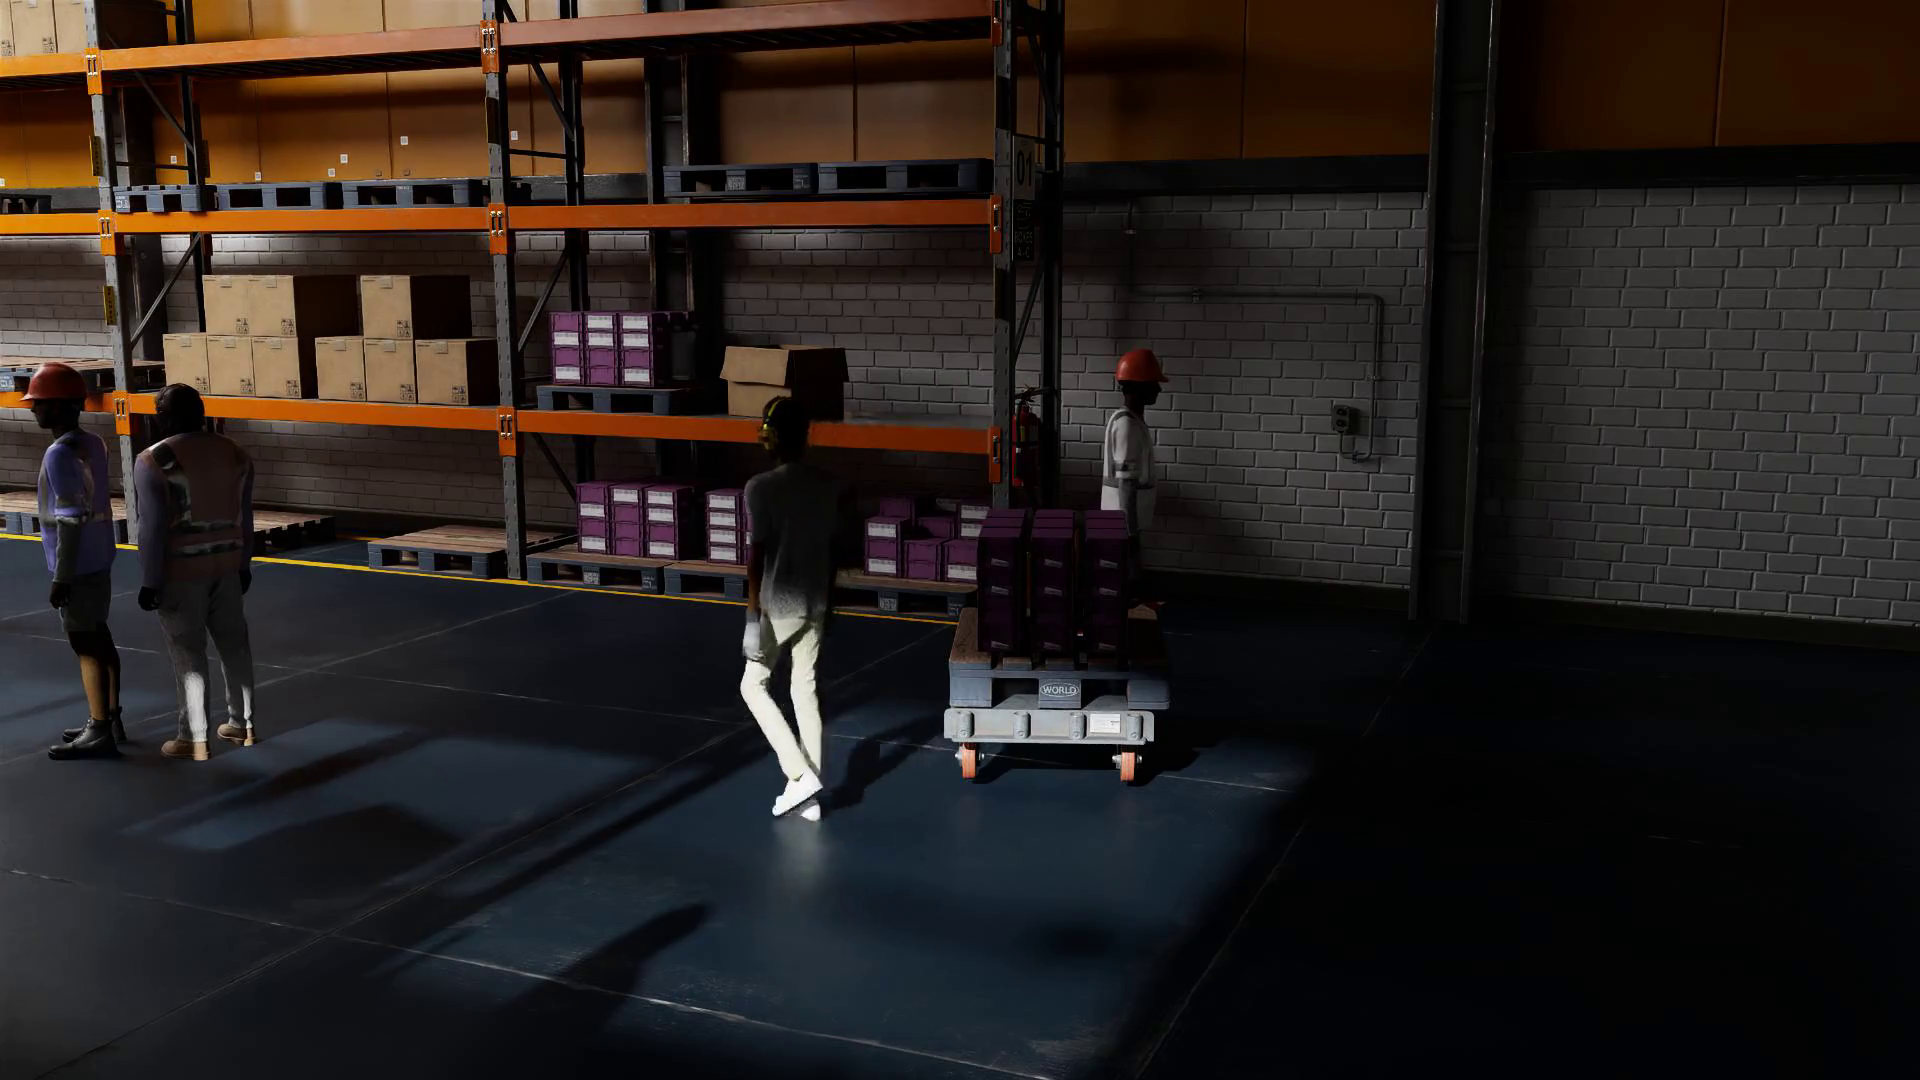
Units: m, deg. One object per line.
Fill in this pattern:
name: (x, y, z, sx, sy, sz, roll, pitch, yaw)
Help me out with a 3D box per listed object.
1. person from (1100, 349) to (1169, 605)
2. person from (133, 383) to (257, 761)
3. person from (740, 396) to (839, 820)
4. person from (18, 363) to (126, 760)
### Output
person: (0.987, -0.119, 9.489, 0.377, 1.938, 0.547, 1, 10, 5)
person: (-3.754, 0.153, 8.160, 0.429, 1.840, 0.632, 5, 11, 28)
person: (-0.748, 0.307, 7.205, 0.556, 1.852, 0.399, -9, 13, -42)
person: (-4.347, 0.104, 8.158, 0.362, 1.938, 0.545, -2, 10, -14)
